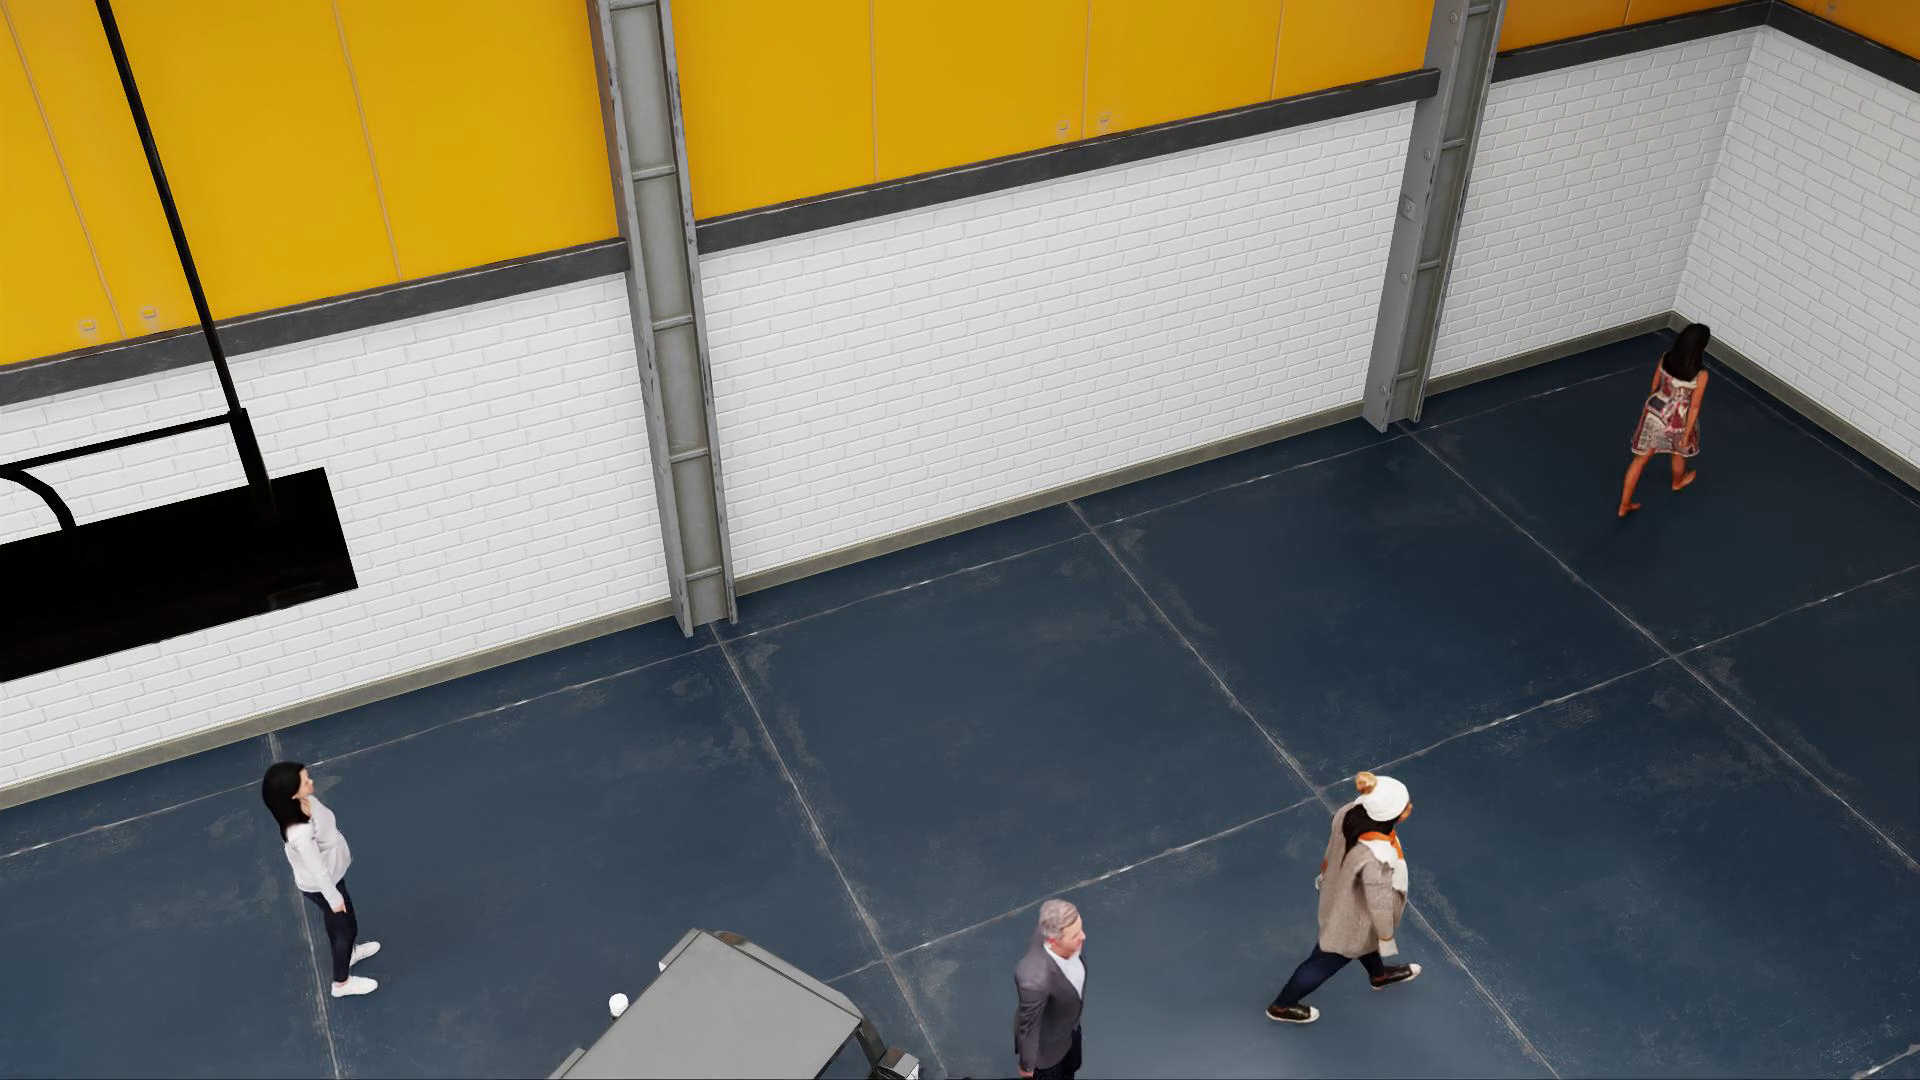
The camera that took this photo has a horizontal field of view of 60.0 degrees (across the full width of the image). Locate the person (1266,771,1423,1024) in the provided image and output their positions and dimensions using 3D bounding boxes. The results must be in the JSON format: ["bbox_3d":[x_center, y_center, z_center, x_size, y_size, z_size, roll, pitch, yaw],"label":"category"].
[{"bbox_3d":[1.980,1.919,8.781,1.242,1.845,0.983,-2,39,-3],"label":"person"}]

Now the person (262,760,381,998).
[{"bbox_3d":[-3.470,1.814,9.029,0.551,1.699,0.636,-21,43,-24],"label":"person"}]

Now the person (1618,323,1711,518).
[{"bbox_3d":[5.230,-0.857,12.444,1.094,1.611,0.776,-25,45,-28],"label":"person"}]

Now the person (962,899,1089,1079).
[{"bbox_3d":[0.373,2.380,8.223,1.109,1.821,1.055,14,41,16],"label":"person"}]
